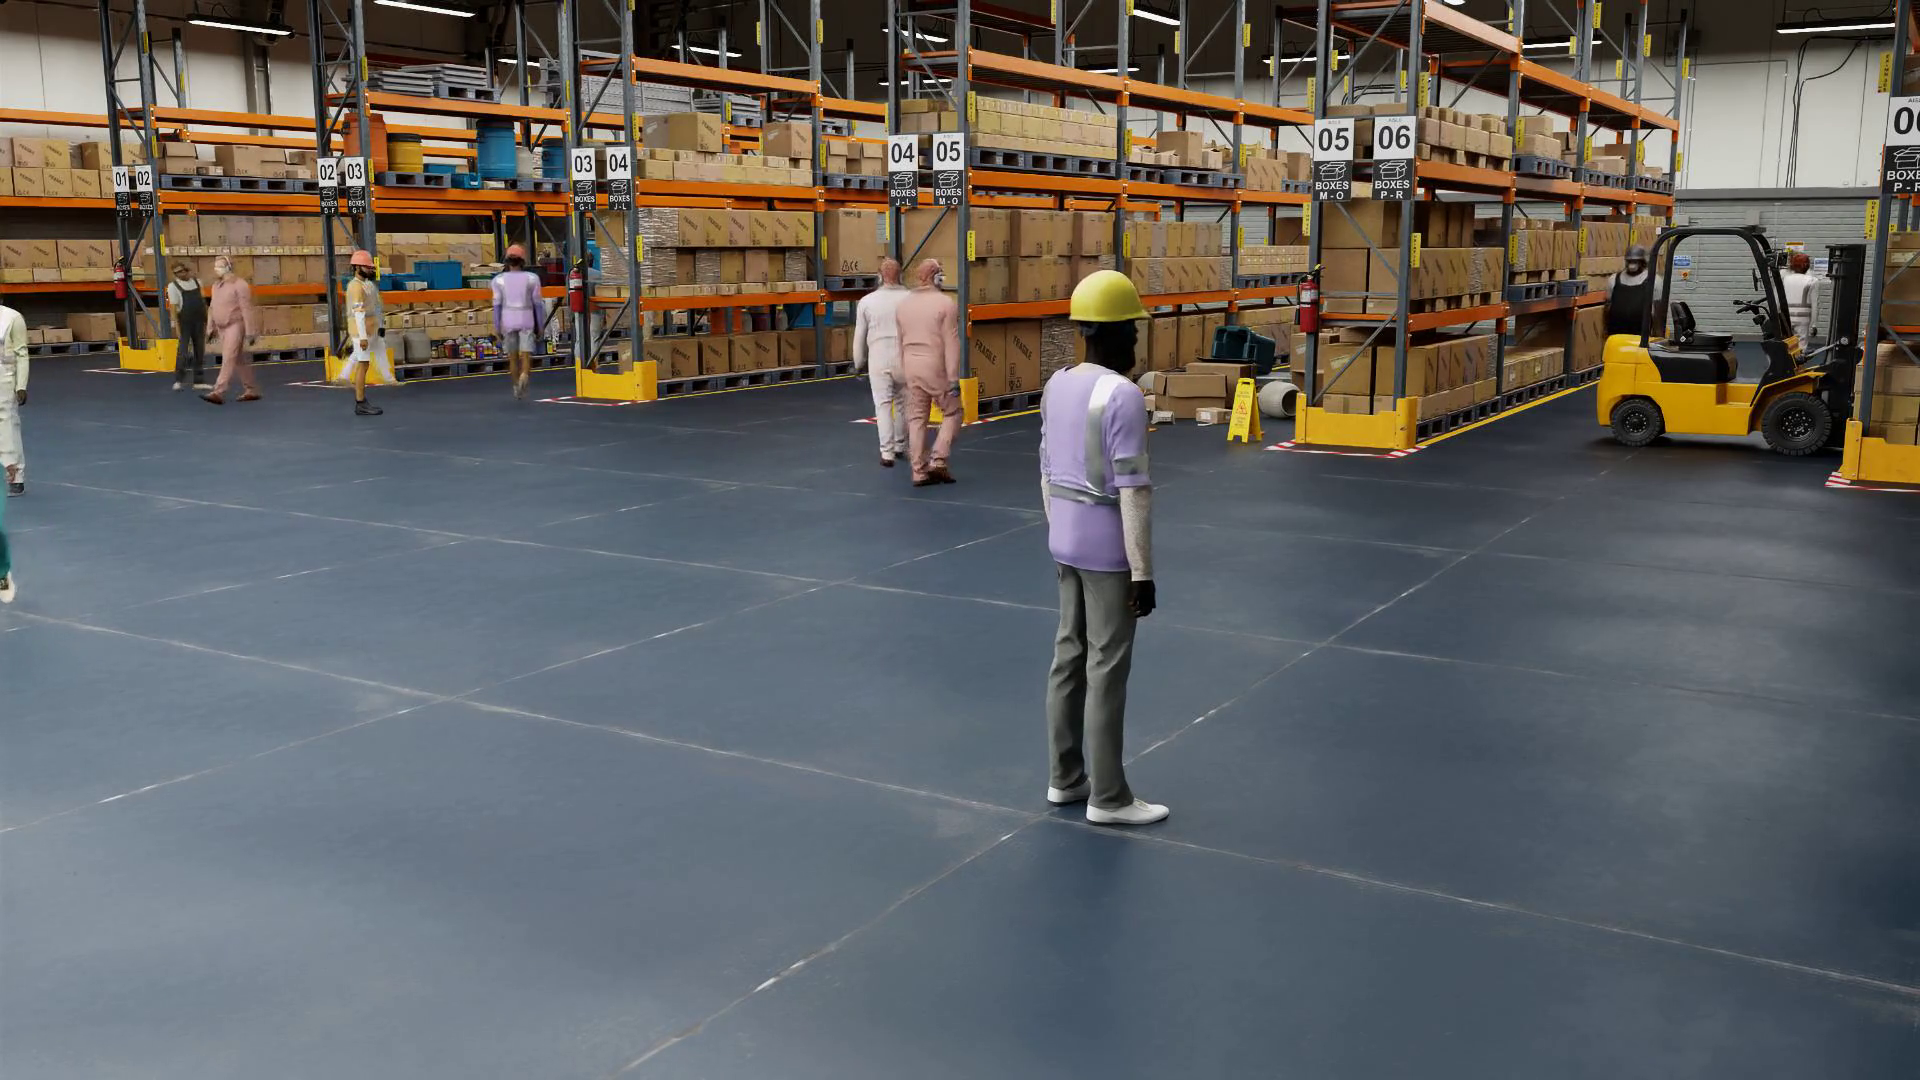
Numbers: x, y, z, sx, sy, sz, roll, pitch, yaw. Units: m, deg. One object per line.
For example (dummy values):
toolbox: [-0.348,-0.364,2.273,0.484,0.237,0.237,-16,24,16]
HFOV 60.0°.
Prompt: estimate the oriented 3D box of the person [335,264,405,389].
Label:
person: [-8.326,-3.005,23.269,0.963,1.798,0.617,-6,12,-31]

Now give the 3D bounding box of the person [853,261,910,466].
person: [-0.644,-1.637,15.371,0.692,1.853,0.990,-2,10,-10]

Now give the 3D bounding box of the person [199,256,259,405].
person: [-9.309,-2.648,21.050,0.658,1.853,0.963,7,12,35]

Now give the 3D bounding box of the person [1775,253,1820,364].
person: [11.359,-2.944,22.620,0.337,1.882,0.583,-10,14,-44]

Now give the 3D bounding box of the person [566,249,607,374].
person: [-5.527,-3.340,24.685,0.634,1.938,0.355,4,11,19]

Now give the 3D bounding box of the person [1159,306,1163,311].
person: [4.608,-5.907,39.334,0.564,1.841,0.394,-8,13,-39]

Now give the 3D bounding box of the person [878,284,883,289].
person: [-0.860,-3.127,23.755,0.625,1.846,0.429,8,13,37]

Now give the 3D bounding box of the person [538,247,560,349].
person: [-7.931,-4.638,31.951,0.636,1.938,0.358,10,14,43]

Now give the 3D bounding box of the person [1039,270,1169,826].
person: [0.494,0.033,5.815,0.359,1.930,0.588,-6,12,-28]

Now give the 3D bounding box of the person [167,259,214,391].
person: [-10.623,-2.944,22.863,0.370,1.808,0.629,6,12,29]

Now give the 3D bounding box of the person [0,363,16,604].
person: [-5.351,-0.432,8.888,0.549,1.752,0.438,-3,11,-17]

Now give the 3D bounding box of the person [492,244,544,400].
person: [-5.642,-2.757,21.230,0.627,2.014,0.810,-2,10,-9]

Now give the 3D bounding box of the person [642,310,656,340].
person: [-4.800,-3.310,25.367,0.285,1.633,0.501,-9,13,-41]

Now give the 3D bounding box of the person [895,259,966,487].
person: [-0.221,-1.384,13.846,0.678,1.889,0.462,8,13,37]

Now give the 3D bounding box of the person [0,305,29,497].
person: [-7.744,-1.241,13.256,0.587,1.822,0.403,-1,10,-7]

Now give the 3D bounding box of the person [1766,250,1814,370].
person: [13.190,-3.644,26.472,0.644,1.906,0.816,7,12,36]

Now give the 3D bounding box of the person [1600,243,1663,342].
person: [8.301,-2.667,20.630,0.690,2.000,0.578,7,12,34]

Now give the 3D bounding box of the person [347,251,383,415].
person: [-7.039,-2.443,19.666,0.364,1.933,0.552,-4,11,-19]
